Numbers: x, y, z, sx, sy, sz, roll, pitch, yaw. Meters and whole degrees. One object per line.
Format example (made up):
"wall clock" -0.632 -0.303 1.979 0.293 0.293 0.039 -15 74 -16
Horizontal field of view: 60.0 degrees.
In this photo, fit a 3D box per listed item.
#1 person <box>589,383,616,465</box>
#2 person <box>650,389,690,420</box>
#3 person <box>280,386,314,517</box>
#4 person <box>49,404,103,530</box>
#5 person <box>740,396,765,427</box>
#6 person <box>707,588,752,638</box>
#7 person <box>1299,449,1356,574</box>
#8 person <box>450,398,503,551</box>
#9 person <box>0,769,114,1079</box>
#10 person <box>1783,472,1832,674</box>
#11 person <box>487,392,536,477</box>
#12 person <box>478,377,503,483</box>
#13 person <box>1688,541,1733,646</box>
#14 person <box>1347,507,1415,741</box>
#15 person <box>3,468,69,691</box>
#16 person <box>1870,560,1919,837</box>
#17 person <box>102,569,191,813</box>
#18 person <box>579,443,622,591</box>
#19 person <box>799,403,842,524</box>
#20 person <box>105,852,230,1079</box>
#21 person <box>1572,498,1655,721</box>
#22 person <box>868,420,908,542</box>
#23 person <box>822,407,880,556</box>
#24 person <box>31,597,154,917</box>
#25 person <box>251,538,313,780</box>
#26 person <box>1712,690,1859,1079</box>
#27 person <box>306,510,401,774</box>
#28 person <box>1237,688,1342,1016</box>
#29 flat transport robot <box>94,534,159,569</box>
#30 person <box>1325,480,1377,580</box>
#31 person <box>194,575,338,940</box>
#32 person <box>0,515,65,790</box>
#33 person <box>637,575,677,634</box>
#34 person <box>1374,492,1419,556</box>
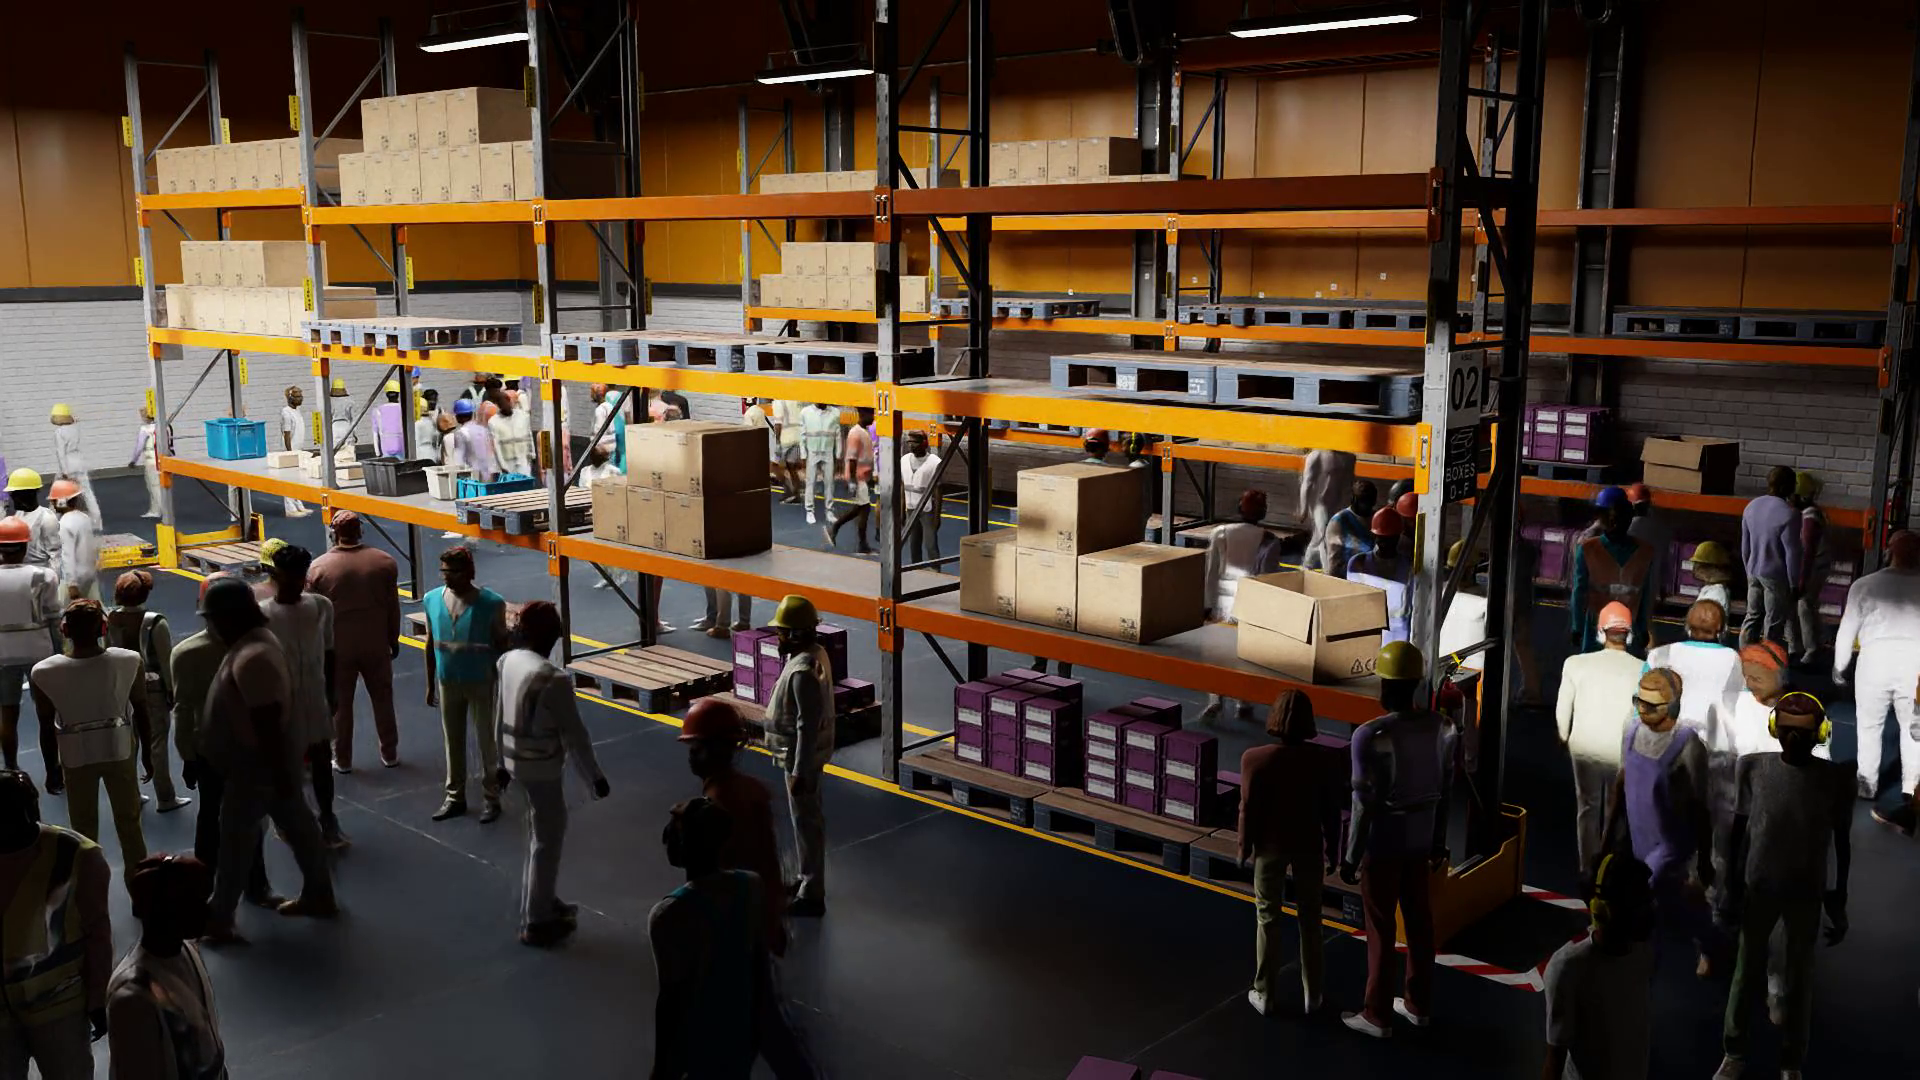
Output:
"person" -4.997 -1.267 23.336 0.473 1.876 0.672 0 10 0
"person" -4.182 -1.464 24.099 0.623 1.992 0.396 2 10 12
"person" -9.299 -1.229 23.235 0.347 1.838 0.501 -1 10 -4
"person" -11.847 -0.952 22.057 0.907 1.696 0.491 2 10 12
"person" -3.034 -1.370 24.285 0.353 1.743 0.565 3 10 16
"person" -2.256 0.029 16.092 0.430 1.845 0.621 9 14 43
"person" 4.002 -0.342 18.040 0.634 1.880 0.985 -6 12 -31
"person" -5.921 -0.787 20.469 0.723 1.925 0.619 3 10 15
"person" -3.544 1.760 6.308 0.626 1.844 0.429 -2 10 -13
"person" 7.436 0.294 14.684 0.484 1.803 0.628 3 11 18
"person" -5.939 -1.057 22.197 0.674 1.855 0.817 -6 12 -31
"person" -6.500 -1.277 23.128 0.371 1.963 0.608 -6 12 -30
"person" 5.204 0.868 11.623 0.321 1.742 0.493 6 12 31
"person" 3.023 0.720 11.910 0.542 1.939 0.361 1 10 8
"person" -7.787 0.351 14.026 0.585 1.928 0.369 7 12 33
"person" 6.097 1.000 10.376 0.626 1.916 0.894 -7 12 -33
"person" -5.460 1.012 11.101 0.518 1.640 0.307 2 10 11
"person" -3.961 -0.256 18.304 0.534 1.630 0.414 4 11 20
"person" -1.908 -1.182 22.753 0.593 1.911 0.385 -3 11 -18
"person" -2.519 1.910 5.362 0.367 1.879 0.578 -2 10 -10
"person" 4.892 0.625 12.518 0.590 1.914 0.386 0 10 0
"person" -0.911 -0.916 21.214 0.391 1.924 0.549 9 13 41
"person" -1.331 -0.781 20.415 0.732 1.931 0.641 2 10 9
"person" -4.799 1.235 9.260 0.567 1.846 0.389 -6 12 -31
"person" -4.738 0.857 11.639 0.542 1.765 0.334 -8 13 -39
"person" 3.633 1.566 7.323 0.516 1.871 0.325 5 11 28
"person" -4.366 0.727 12.003 0.642 1.901 0.395 -5 11 -27
"person" 1.612 1.533 8.175 0.503 1.632 0.271 0 10 2
"flat transport robot" -10.188 0.118 20.023 0.652 0.197 1.431 -8 13 -39
"person" 3.345 0.408 13.955 0.631 1.839 0.428 -6 12 -31
"person" -3.949 1.157 9.147 0.936 2.000 0.738 -3 11 -18
"person" -6.480 0.791 11.513 0.550 1.935 0.365 -3 10 -15
"person" -3.008 -0.024 16.219 0.410 1.908 0.598 -6 12 -31
"person" 3.308 0.619 12.360 0.620 1.986 0.409 -6 12 -31
